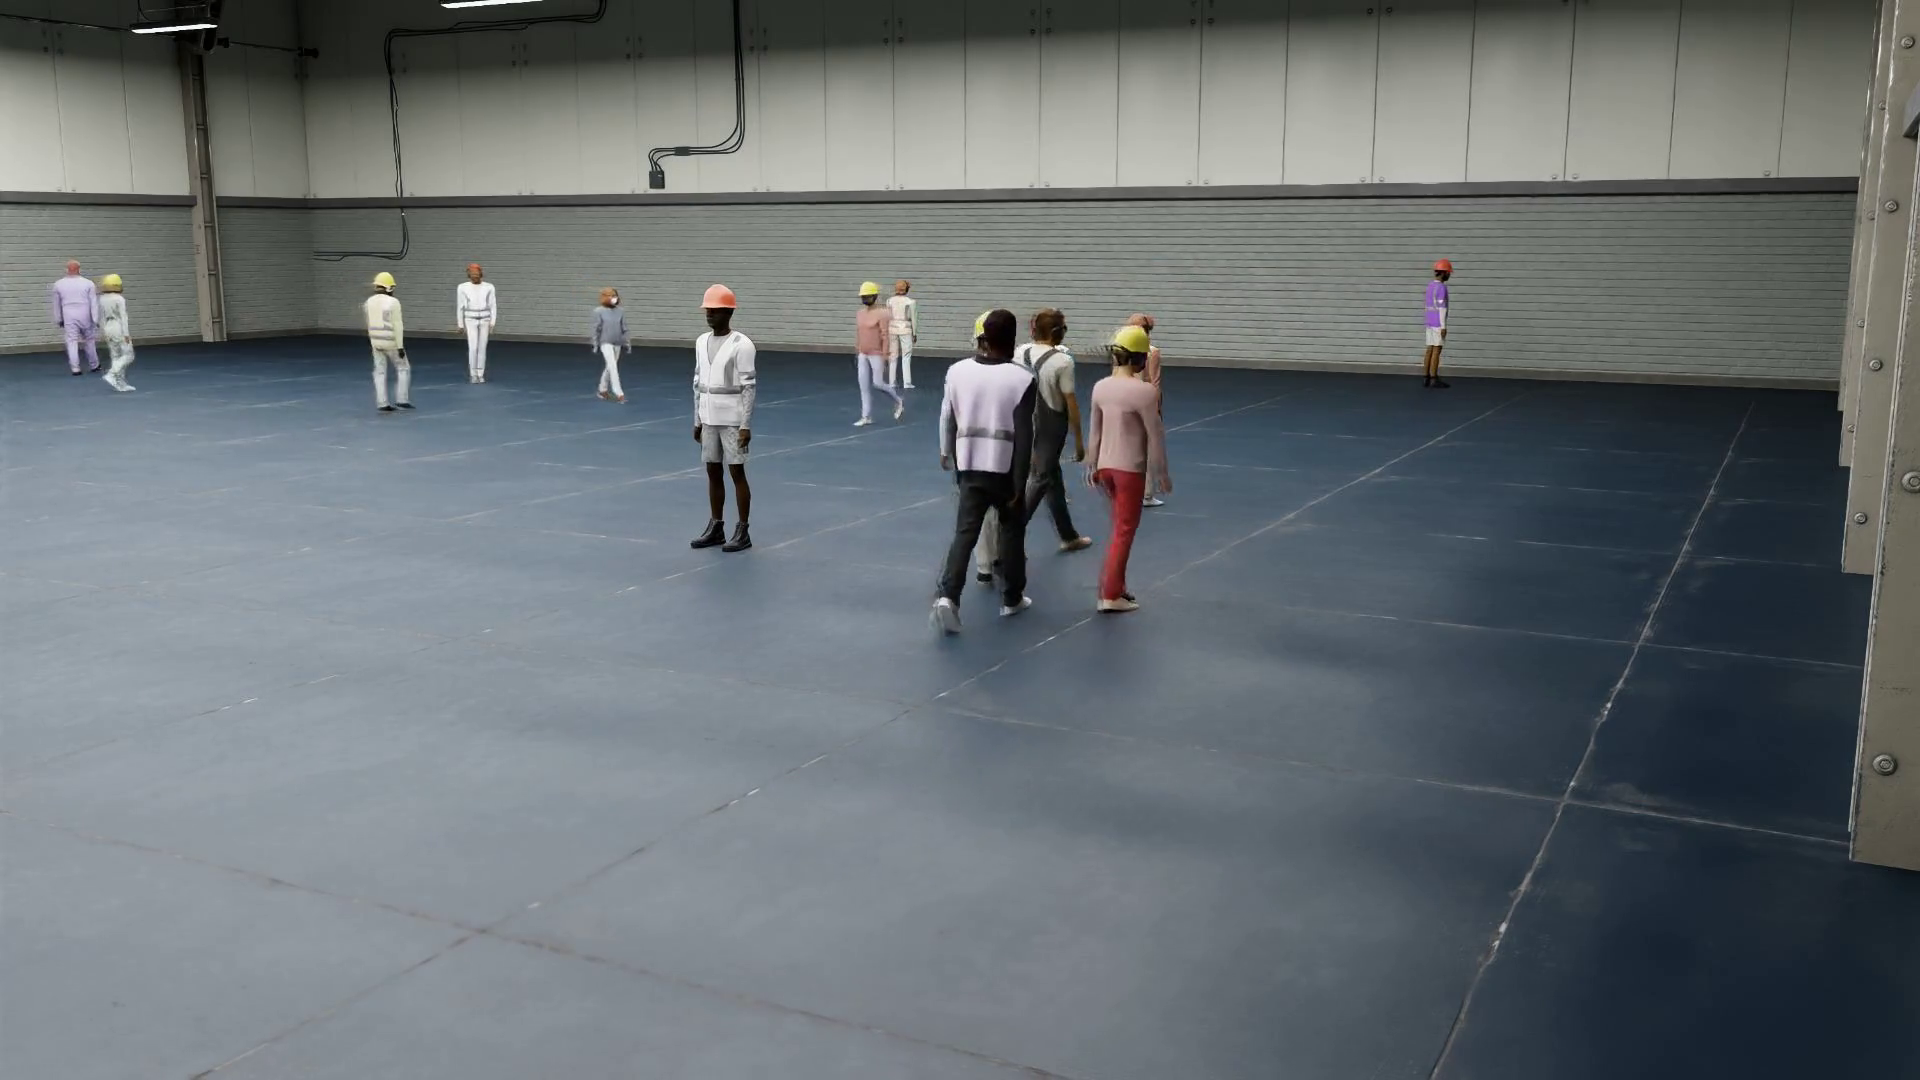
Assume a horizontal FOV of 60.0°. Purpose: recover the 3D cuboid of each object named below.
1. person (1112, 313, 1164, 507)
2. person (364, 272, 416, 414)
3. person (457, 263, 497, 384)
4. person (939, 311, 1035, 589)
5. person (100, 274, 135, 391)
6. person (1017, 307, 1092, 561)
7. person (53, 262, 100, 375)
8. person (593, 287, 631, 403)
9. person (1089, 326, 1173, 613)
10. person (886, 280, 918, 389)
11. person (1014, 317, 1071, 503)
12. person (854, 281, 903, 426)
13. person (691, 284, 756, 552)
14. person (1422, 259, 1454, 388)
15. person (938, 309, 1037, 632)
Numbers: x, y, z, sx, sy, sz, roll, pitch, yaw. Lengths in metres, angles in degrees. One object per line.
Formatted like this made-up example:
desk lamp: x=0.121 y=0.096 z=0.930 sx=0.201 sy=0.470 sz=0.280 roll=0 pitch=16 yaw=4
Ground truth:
person: x=1.505 y=-1.099 z=14.131 sx=0.311 sy=1.640 sz=0.512 roll=-10 pitch=14 yaw=-44
person: x=-7.343 y=-2.547 z=21.533 sx=0.620 sy=1.815 sz=0.610 roll=5 pitch=12 yaw=25
person: x=-7.470 y=-3.351 z=25.805 sx=0.568 sy=1.858 sz=0.660 roll=-5 pitch=11 yaw=-24
person: x=0.169 y=-0.619 z=11.080 sx=0.615 sy=1.788 sz=0.883 roll=-1 pitch=10 yaw=-5
person: x=-12.419 y=-3.041 z=24.447 sx=0.505 sy=1.728 sz=0.442 roll=5 pitch=12 yaw=26
person: x=0.601 y=-0.750 z=11.807 sx=0.971 sy=1.803 sz=0.529 roll=-9 pitch=14 yaw=-40
person: x=-14.614 y=-3.675 z=27.580 sx=0.674 sy=1.851 sz=0.979 roll=-3 pitch=11 yaw=-14
person: x=-4.848 y=-2.705 z=23.028 sx=0.866 sy=1.592 sz=0.509 roll=10 pitch=14 yaw=43
person: x=1.046 y=-0.429 z=10.198 sx=0.551 sy=1.750 sz=0.536 roll=-7 pitch=12 yaw=-32
person: x=-0.875 y=-3.082 z=24.975 sx=0.509 sy=1.629 sz=0.316 roll=4 pitch=11 yaw=22
person: x=0.702 y=-1.107 z=14.178 sx=0.523 sy=1.638 sz=0.310 roll=3 pitch=11 yaw=15
person: x=-1.018 y=-2.260 z=20.175 sx=0.529 sy=1.748 sz=0.598 roll=9 pitch=14 yaw=41
person: x=-1.740 y=-0.885 z=12.138 sx=0.551 sy=1.942 sz=0.345 roll=7 pitch=12 yaw=33
person: x=7.239 y=-3.265 z=25.136 sx=0.377 sy=1.932 sz=0.552 roll=-1 pitch=10 yaw=-7
person: x=0.160 y=-0.416 z=9.786 sx=0.587 sy=1.879 sz=0.957 roll=5 pitch=11 yaw=23
